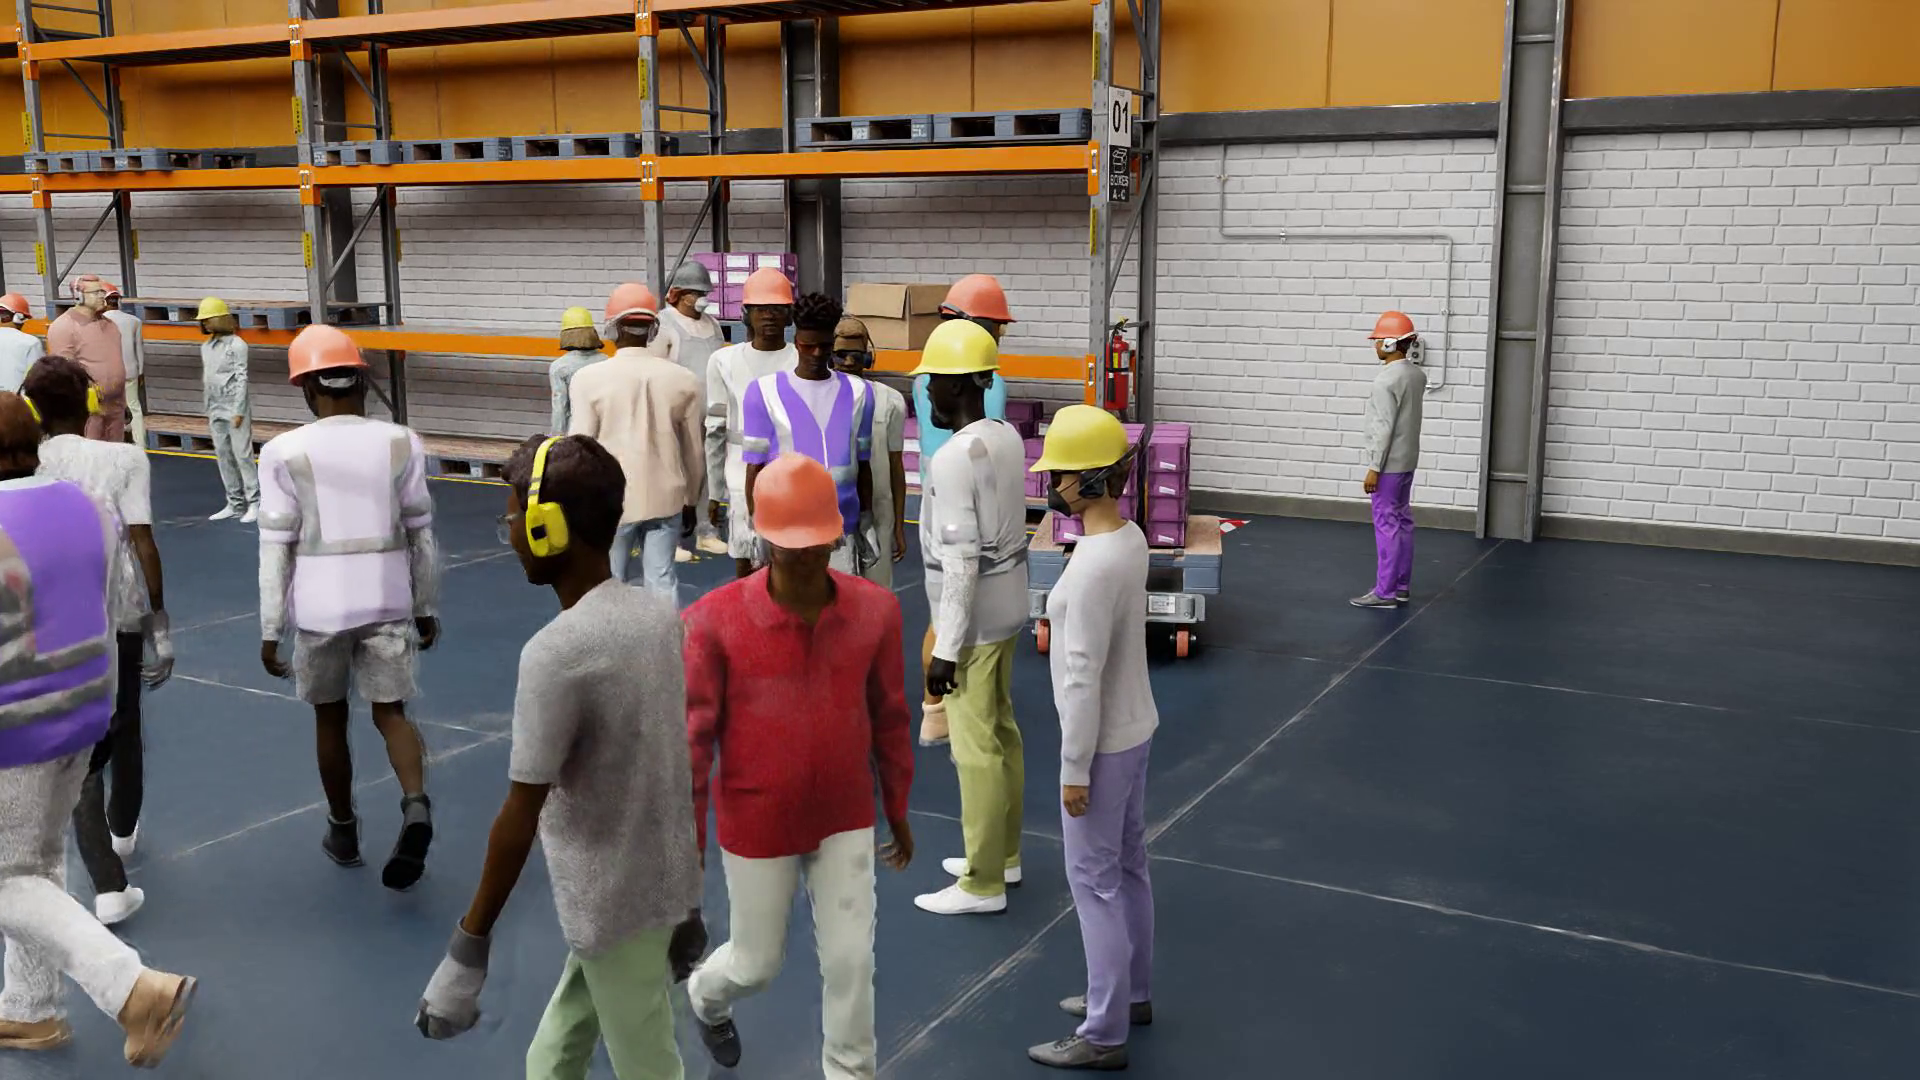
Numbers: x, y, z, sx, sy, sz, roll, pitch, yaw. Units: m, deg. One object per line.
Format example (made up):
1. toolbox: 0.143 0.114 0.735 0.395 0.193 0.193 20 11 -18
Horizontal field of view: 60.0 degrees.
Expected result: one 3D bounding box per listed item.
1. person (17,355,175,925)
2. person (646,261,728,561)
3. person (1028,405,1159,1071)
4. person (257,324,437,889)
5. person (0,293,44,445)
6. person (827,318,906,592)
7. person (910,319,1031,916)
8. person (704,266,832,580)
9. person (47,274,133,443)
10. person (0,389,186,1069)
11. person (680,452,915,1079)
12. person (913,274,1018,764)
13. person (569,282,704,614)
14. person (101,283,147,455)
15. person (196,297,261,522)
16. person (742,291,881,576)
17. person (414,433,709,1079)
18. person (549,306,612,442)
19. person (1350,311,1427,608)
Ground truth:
1. person: -2.899 0.300 5.515 0.522 1.791 1.010 -5 11 -23
2. person: -1.809 -0.884 11.321 0.536 2.000 0.681 8 13 38
3. person: 0.347 0.523 4.396 0.339 1.760 0.529 4 11 19
4. person: -2.020 0.239 5.578 0.595 1.904 0.764 -7 12 -32
5. person: -7.436 -1.072 13.160 0.566 1.742 0.349 2 11 10
6. person: -0.482 -0.069 7.424 0.502 1.838 0.344 -2 10 -9
7. person: 0.024 0.257 5.377 0.388 1.926 0.590 4 11 19
8. person: -0.899 -0.254 7.848 0.608 2.048 0.365 0 10 2
9. person: -6.415 -1.013 12.382 0.411 1.913 0.643 2 11 10
10. person: -2.370 0.509 4.298 0.733 1.820 0.637 2 10 10
11. person: -0.419 0.616 3.986 0.595 1.720 0.706 -5 11 -25
12. person: 0.046 -0.086 6.978 0.409 2.035 0.613 -6 12 -29
13. person: -1.476 -0.166 7.548 0.641 1.978 0.427 -6 12 -31
14. person: -8.228 -1.628 16.209 0.345 1.740 0.574 5 12 28
15. person: -5.637 -0.994 12.780 0.491 1.731 0.351 5 12 26
16. person: -0.623 -0.069 7.077 0.602 1.958 0.381 -5 11 -25
17. person: -0.765 0.720 3.135 0.940 1.816 0.544 1 10 7
18. person: -2.439 -0.643 10.821 0.485 1.741 0.302 -9 14 -40
19. person: 2.541 -0.475 9.863 0.329 1.751 0.570 7 13 34
